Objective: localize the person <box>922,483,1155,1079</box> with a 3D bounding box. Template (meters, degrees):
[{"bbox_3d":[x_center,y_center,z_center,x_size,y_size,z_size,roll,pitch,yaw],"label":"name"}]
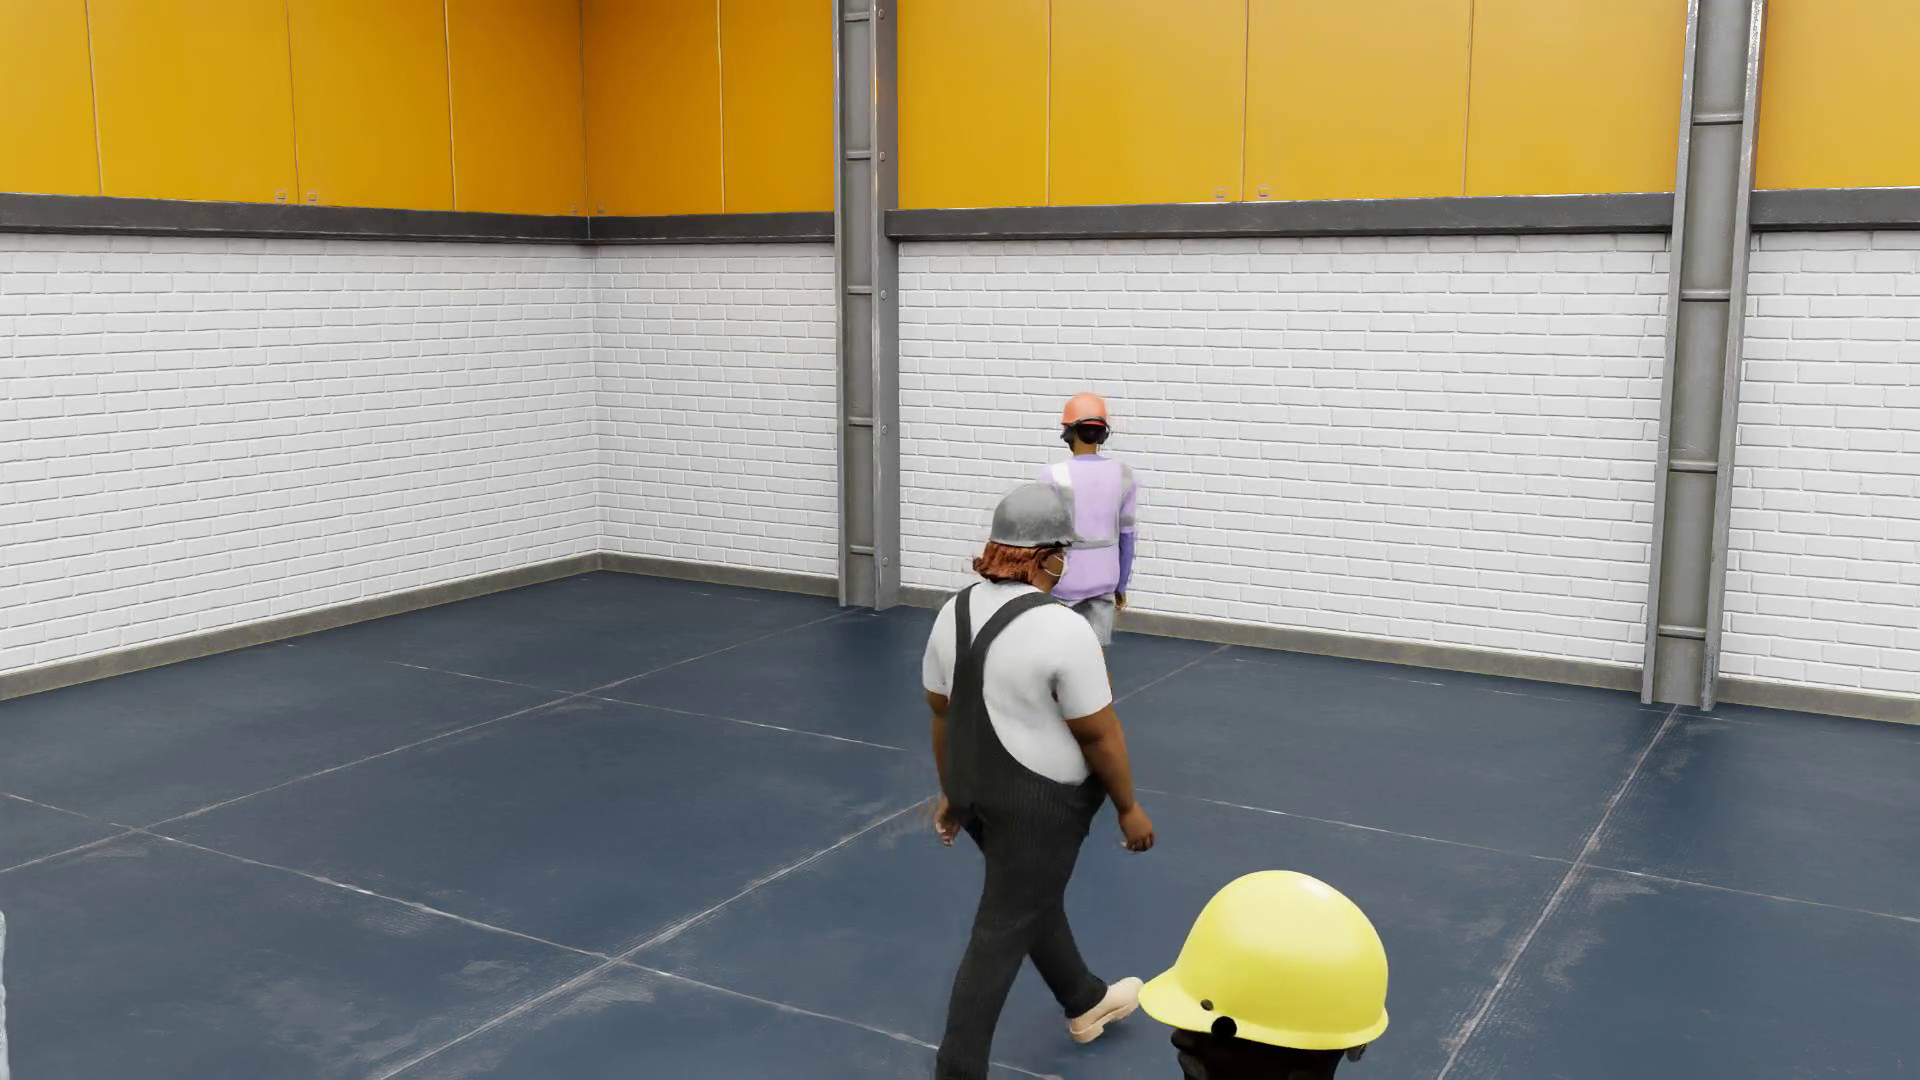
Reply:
[{"bbox_3d":[0.251,0.780,5.355,1.042,2.000,0.701,-6,11,-34],"label":"person"}]

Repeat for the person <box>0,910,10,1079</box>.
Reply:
[{"bbox_3d":[-2.042,1.271,3.235,0.313,1.738,0.483,1,9,7],"label":"person"}]

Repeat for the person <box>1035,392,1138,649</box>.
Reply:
[{"bbox_3d":[0.633,0.215,8.942,0.639,2.017,0.501,-4,10,-23],"label":"person"}]

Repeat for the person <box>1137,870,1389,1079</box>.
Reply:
[{"bbox_3d":[0.396,1.351,2.132,0.360,1.930,0.589,1,9,5],"label":"person"}]
